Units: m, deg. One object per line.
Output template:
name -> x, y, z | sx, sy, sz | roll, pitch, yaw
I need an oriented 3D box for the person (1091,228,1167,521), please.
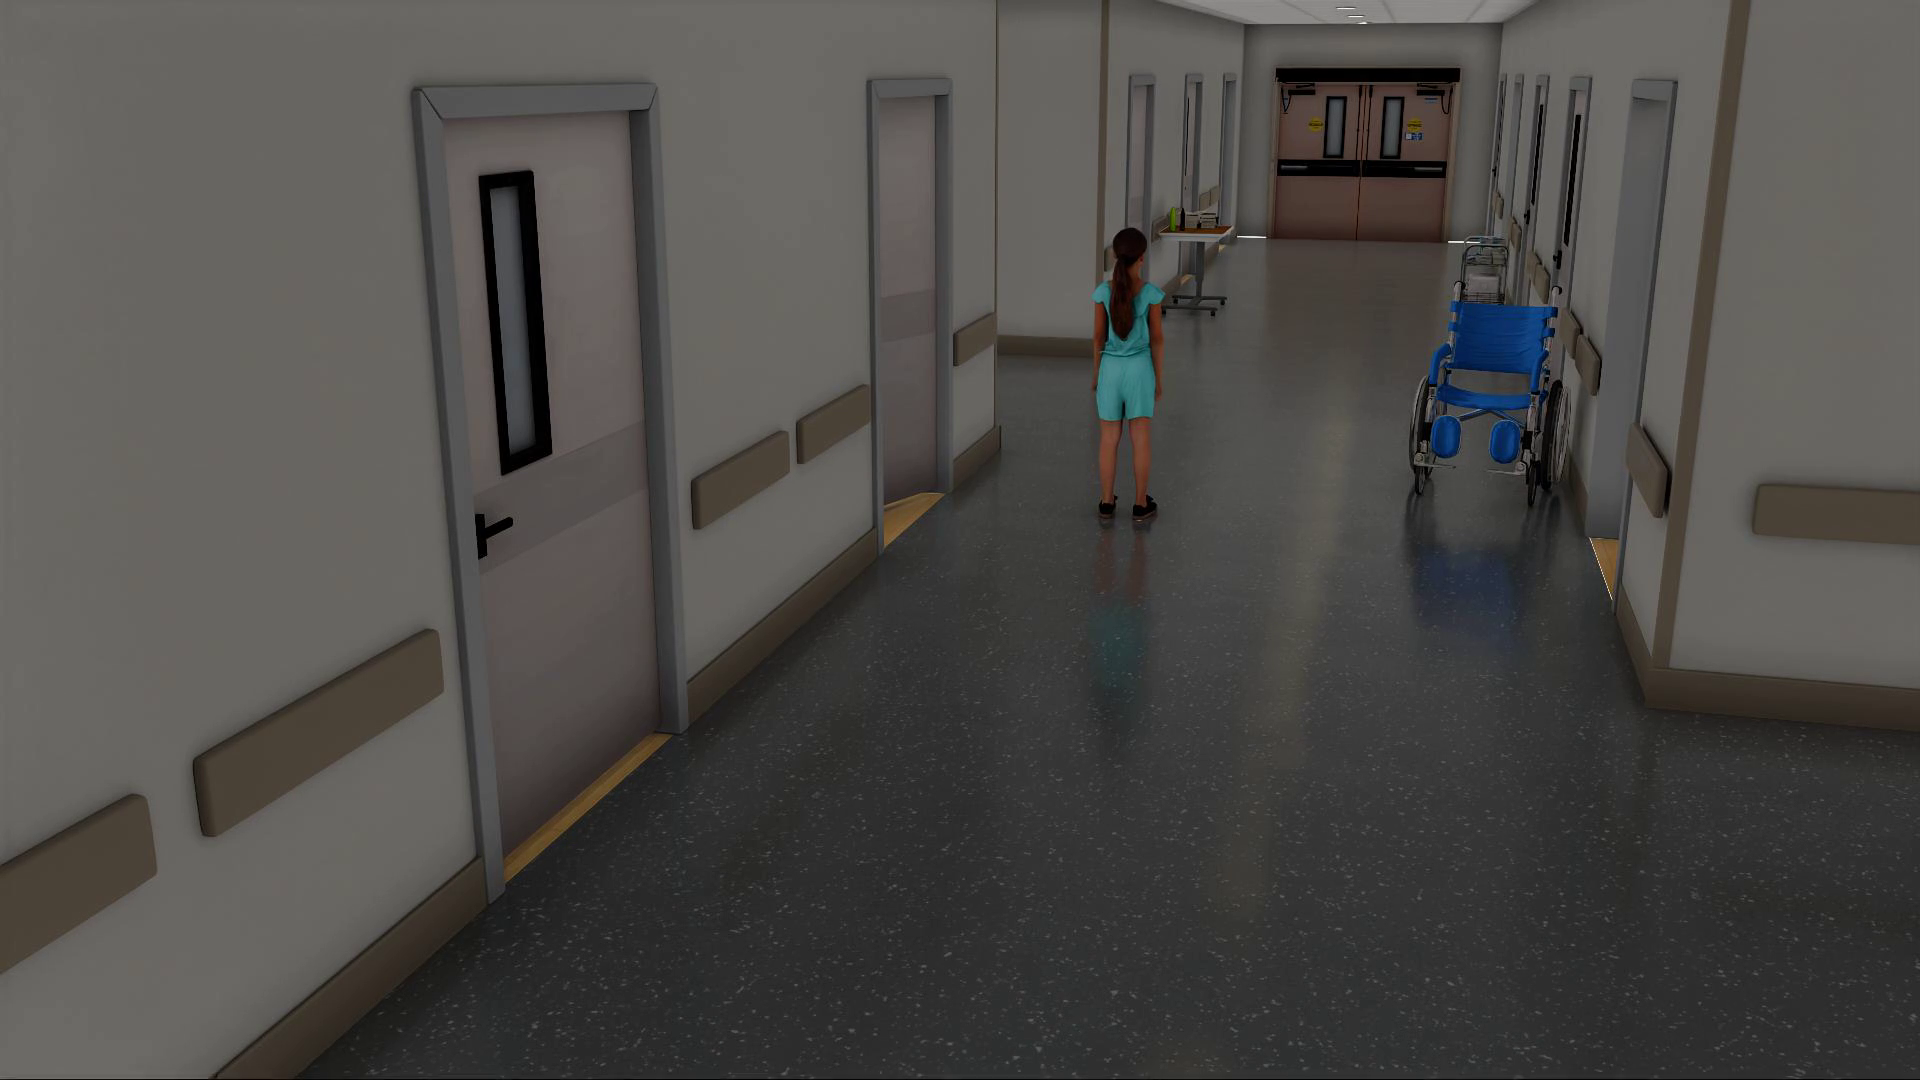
person -> 0.892, -0.892, 8.921 | 0.536, 1.558, 0.515 | 4, 16, 15
